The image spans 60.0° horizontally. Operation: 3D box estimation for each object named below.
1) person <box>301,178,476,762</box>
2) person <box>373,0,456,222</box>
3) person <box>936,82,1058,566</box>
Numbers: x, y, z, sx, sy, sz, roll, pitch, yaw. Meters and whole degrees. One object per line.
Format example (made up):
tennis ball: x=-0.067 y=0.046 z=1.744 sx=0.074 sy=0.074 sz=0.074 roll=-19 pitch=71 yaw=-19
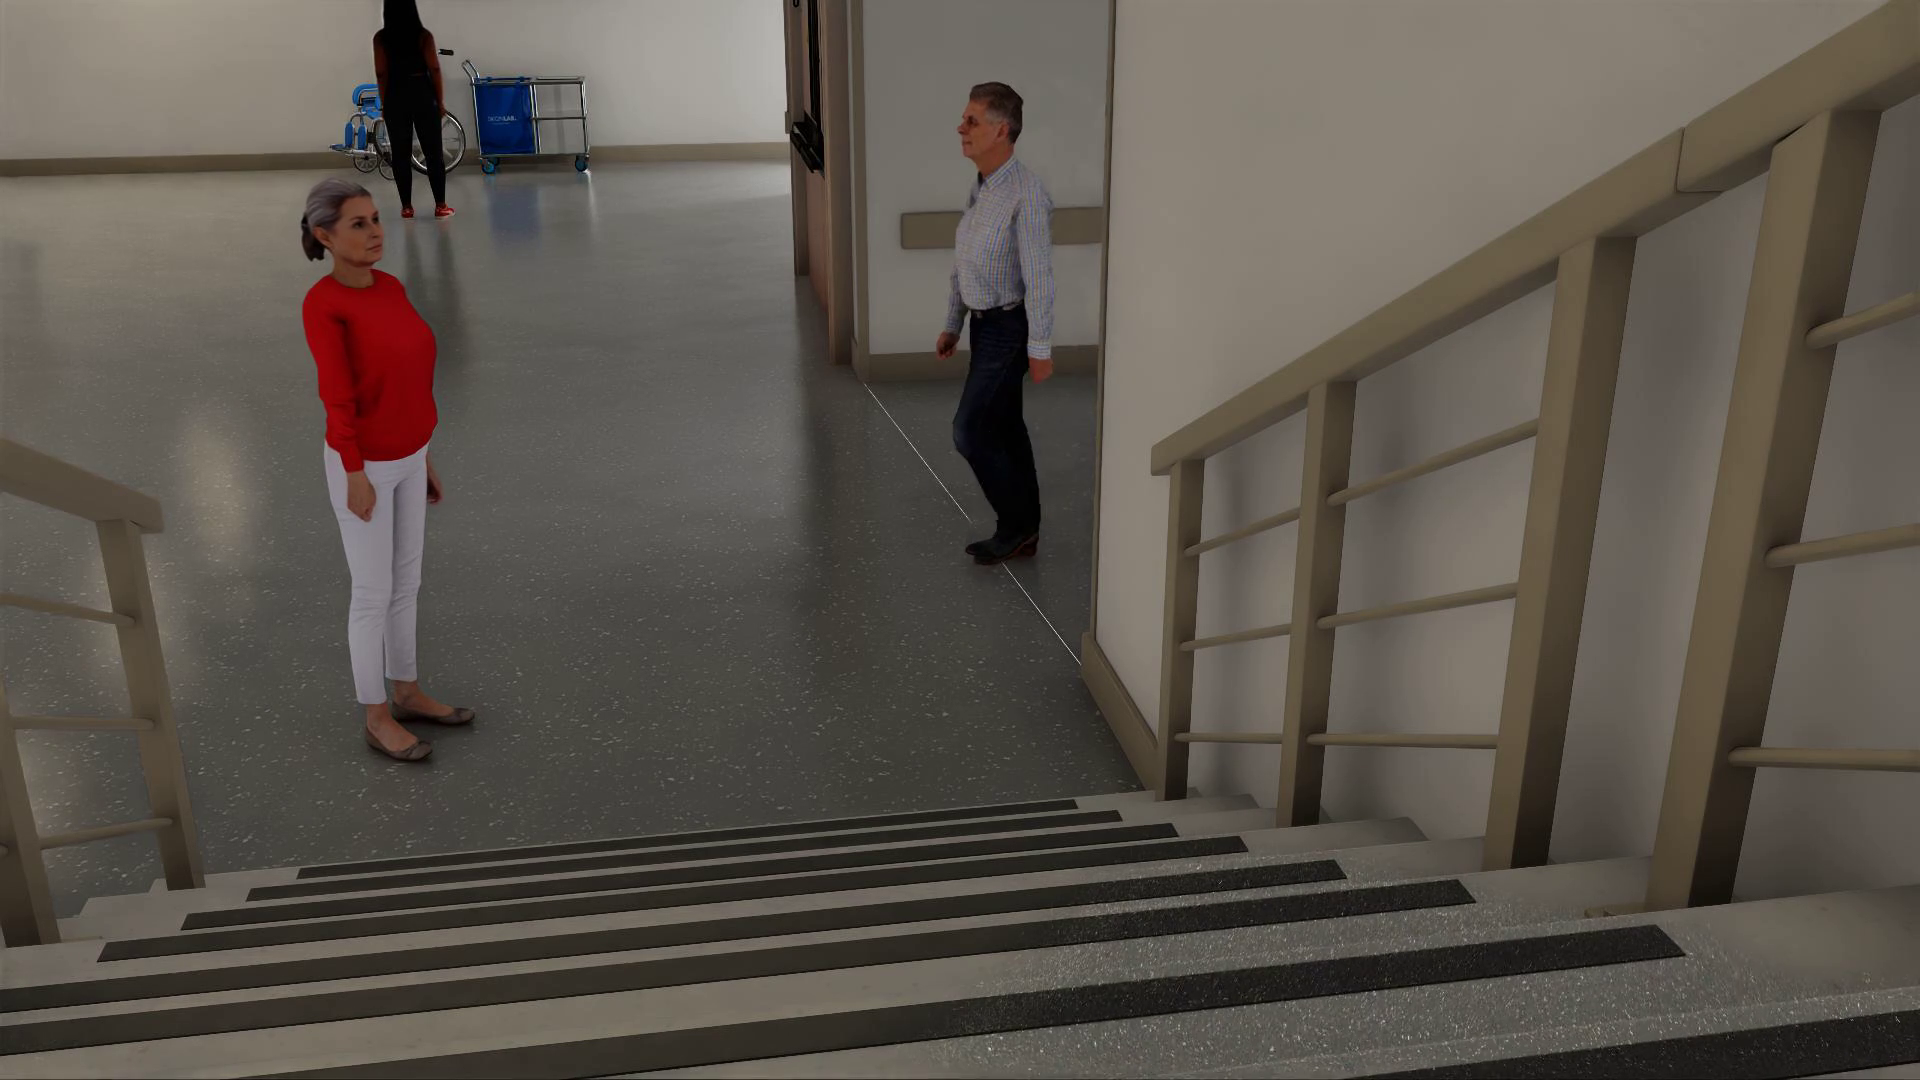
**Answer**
person: x=-1.695 y=-0.200 z=4.846 sx=0.698 sy=1.693 sz=0.608 roll=6 pitch=22 yaw=15
person: x=-4.424 y=-3.510 z=13.414 sx=0.648 sy=1.813 sz=0.588 roll=-4 pitch=21 yaw=-10
person: x=0.231 y=-0.786 z=6.230 sx=0.743 sy=1.807 sz=0.624 roll=-8 pitch=22 yaw=-19
